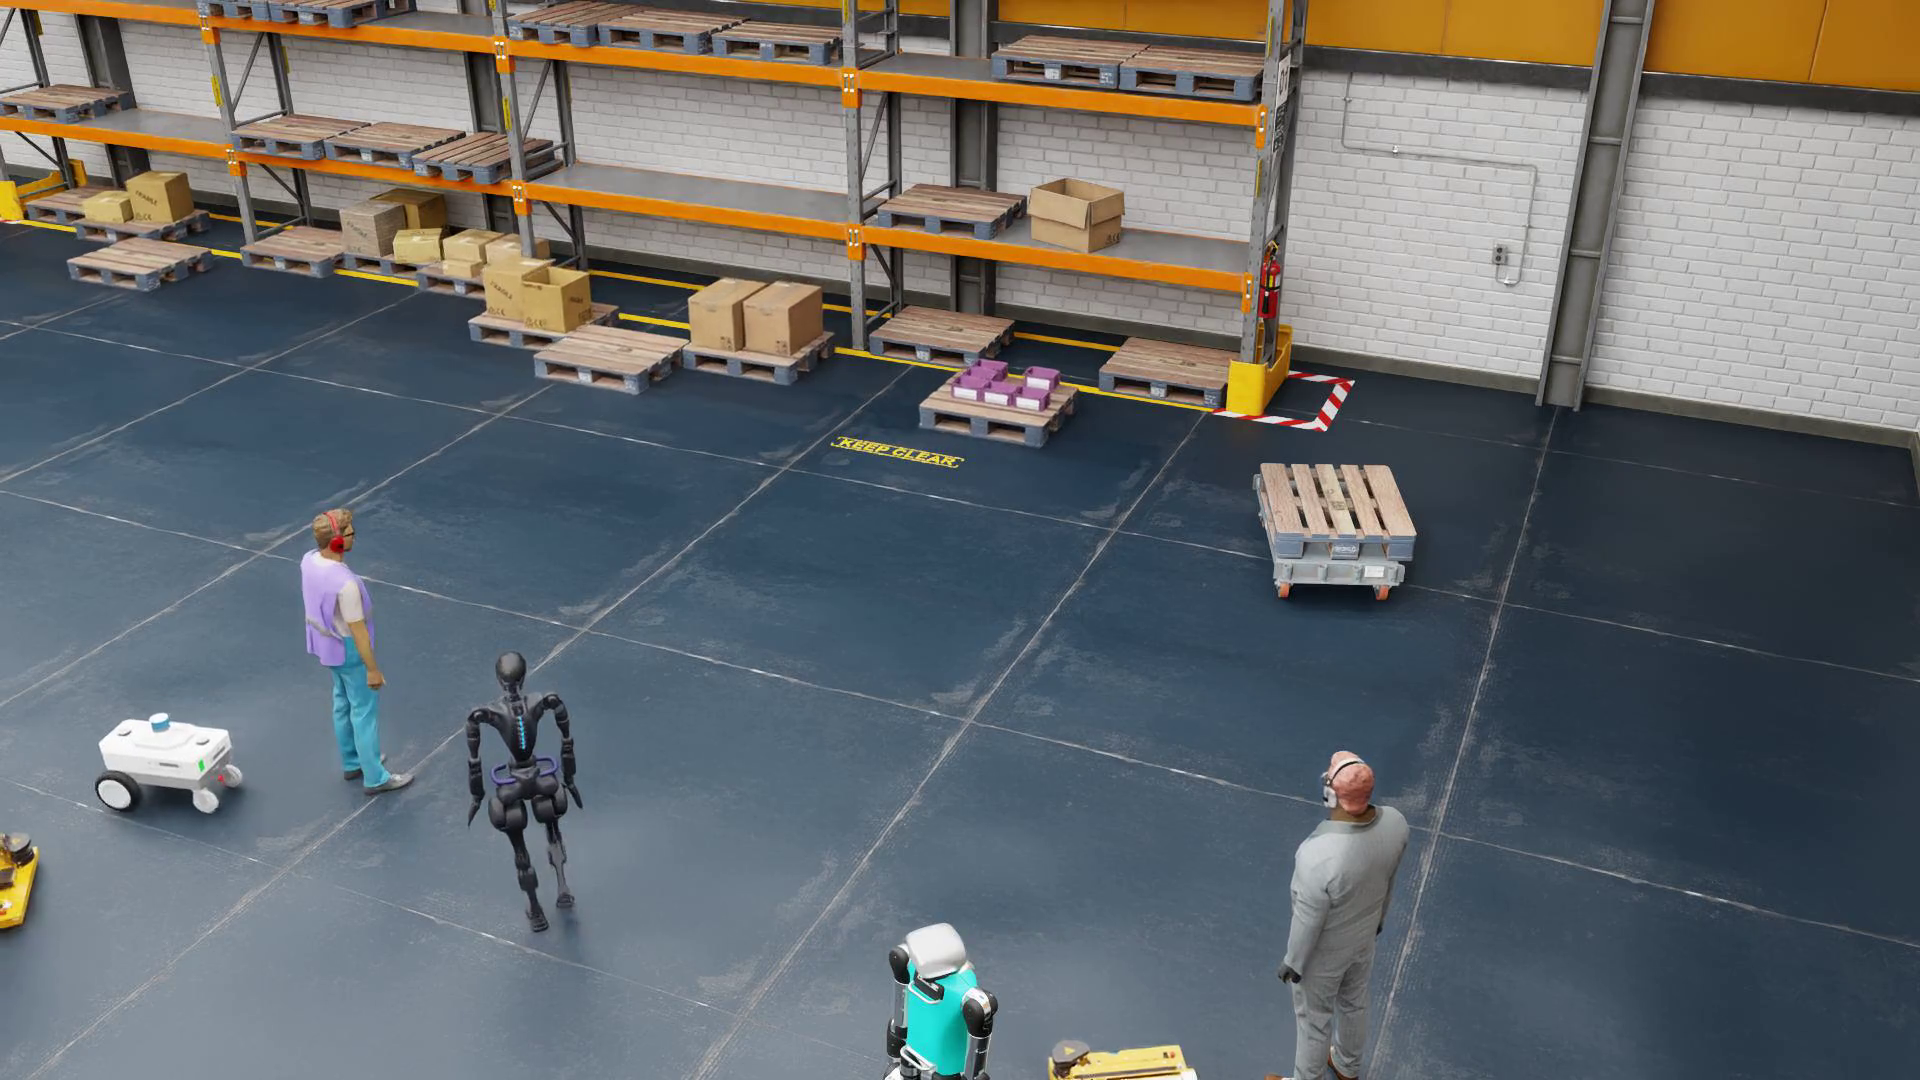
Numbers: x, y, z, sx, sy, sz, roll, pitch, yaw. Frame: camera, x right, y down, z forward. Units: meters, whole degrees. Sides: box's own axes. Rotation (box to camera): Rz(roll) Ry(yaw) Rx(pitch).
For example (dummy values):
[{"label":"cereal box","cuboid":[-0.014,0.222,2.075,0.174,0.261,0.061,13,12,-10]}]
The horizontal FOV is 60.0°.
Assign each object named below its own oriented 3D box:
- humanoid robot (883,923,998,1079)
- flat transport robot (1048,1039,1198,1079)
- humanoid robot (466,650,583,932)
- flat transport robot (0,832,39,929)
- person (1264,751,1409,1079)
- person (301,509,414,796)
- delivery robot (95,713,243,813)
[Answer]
[{"label":"humanoid robot","cuboid":[-0.242,2.344,6.640,0.735,1.677,0.533,-24,36,-38]},{"label":"flat transport robot","cuboid":[0.841,2.814,7.475,0.659,0.231,1.431,-3,27,-6]},{"label":"humanoid robot","cuboid":[-2.314,1.339,8.806,0.601,1.646,0.353,-12,30,-22]},{"label":"flat transport robot","cuboid":[-5.876,1.989,9.076,1.431,0.231,0.659,-9,29,-17]},{"label":"person","cuboid":[1.706,1.803,7.653,0.650,1.904,0.406,-19,33,-32]},{"label":"person","cuboid":[-3.650,0.679,9.899,0.373,1.840,0.569,-24,36,-39]},{"label":"delivery robot","cuboid":[-4.803,1.327,10.059,0.794,0.606,0.499,5,28,9]}]
